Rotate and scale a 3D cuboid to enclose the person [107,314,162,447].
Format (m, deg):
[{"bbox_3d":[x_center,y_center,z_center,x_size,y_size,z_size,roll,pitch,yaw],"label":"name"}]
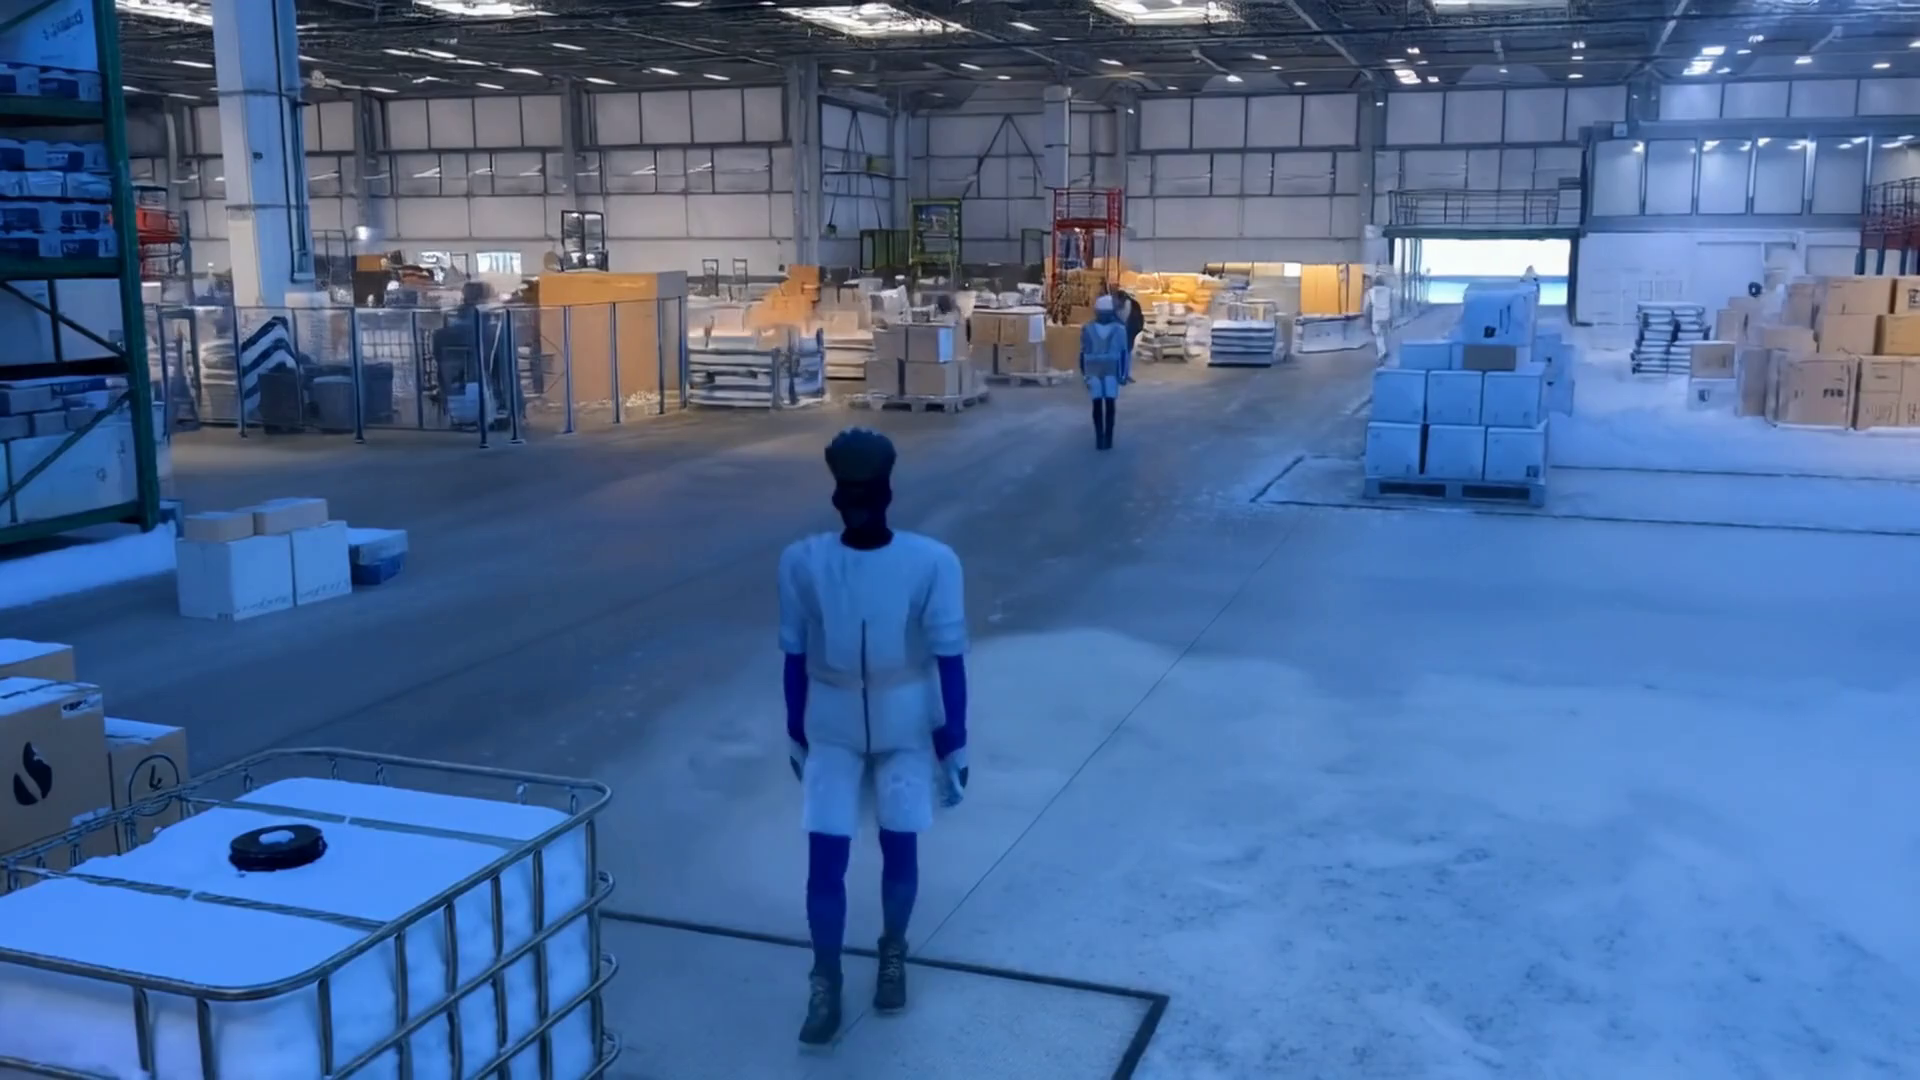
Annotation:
[{"bbox_3d":[-10.376,-2.060,20.762,0.916,1.798,0.606,4,11,22],"label":"person"}]

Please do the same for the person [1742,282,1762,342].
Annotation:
[{"bbox_3d":[14.175,-3.680,29.694,0.550,1.851,0.431,-7,13,-36],"label":"person"}]

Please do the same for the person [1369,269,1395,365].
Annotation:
[{"bbox_3d":[8.747,-4.600,34.423,0.605,2.017,0.702,-3,11,-18],"label":"person"}]

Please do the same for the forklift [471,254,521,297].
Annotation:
[{"bbox_3d":[-17.990,-10.121,64.684,1.157,1.987,2.680,3,11,17],"label":"forklift"}]

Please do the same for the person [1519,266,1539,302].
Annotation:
[{"bbox_3d":[17.429,-7.449,50.915,0.606,1.850,0.853,6,11,29],"label":"person"}]

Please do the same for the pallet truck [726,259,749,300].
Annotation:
[{"bbox_3d":[-7.986,-9.493,62.019,0.823,1.965,1.885,3,11,17],"label":"pallet truck"}]

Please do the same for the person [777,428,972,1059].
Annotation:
[{"bbox_3d":[-0.274,0.629,5.173,0.630,1.938,0.780,0,10,2],"label":"person"}]

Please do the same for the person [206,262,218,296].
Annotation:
[{"bbox_3d":[-29.384,-9.995,65.361,0.590,1.823,0.406,10,14,43],"label":"person"}]

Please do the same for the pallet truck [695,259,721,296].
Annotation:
[{"bbox_3d":[-9.165,-9.627,62.776,0.823,1.965,1.885,4,11,23],"label":"pallet truck"}]

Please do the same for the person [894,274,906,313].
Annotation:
[{"bbox_3d":[-1.529,-5.918,42.539,0.311,1.769,0.522,0,10,2],"label":"person"}]

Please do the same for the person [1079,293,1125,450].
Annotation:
[{"bbox_3d":[1.729,-2.041,20.255,0.555,1.918,0.407,1,10,6],"label":"person"}]

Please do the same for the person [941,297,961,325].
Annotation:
[{"bbox_3d":[-0.133,-3.196,27.521,0.852,1.654,0.532,3,11,18],"label":"person"}]

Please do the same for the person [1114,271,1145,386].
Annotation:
[{"bbox_3d":[3.018,-3.764,29.635,0.536,2.000,0.688,3,11,17],"label":"person"}]

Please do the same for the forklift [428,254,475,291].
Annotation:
[{"bbox_3d":[-20.133,-10.254,65.465,1.157,1.987,2.680,3,11,19],"label":"forklift"}]

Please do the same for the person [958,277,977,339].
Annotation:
[{"bbox_3d":[0.127,-4.731,35.735,0.498,1.831,0.966,-5,11,-26],"label":"person"}]
